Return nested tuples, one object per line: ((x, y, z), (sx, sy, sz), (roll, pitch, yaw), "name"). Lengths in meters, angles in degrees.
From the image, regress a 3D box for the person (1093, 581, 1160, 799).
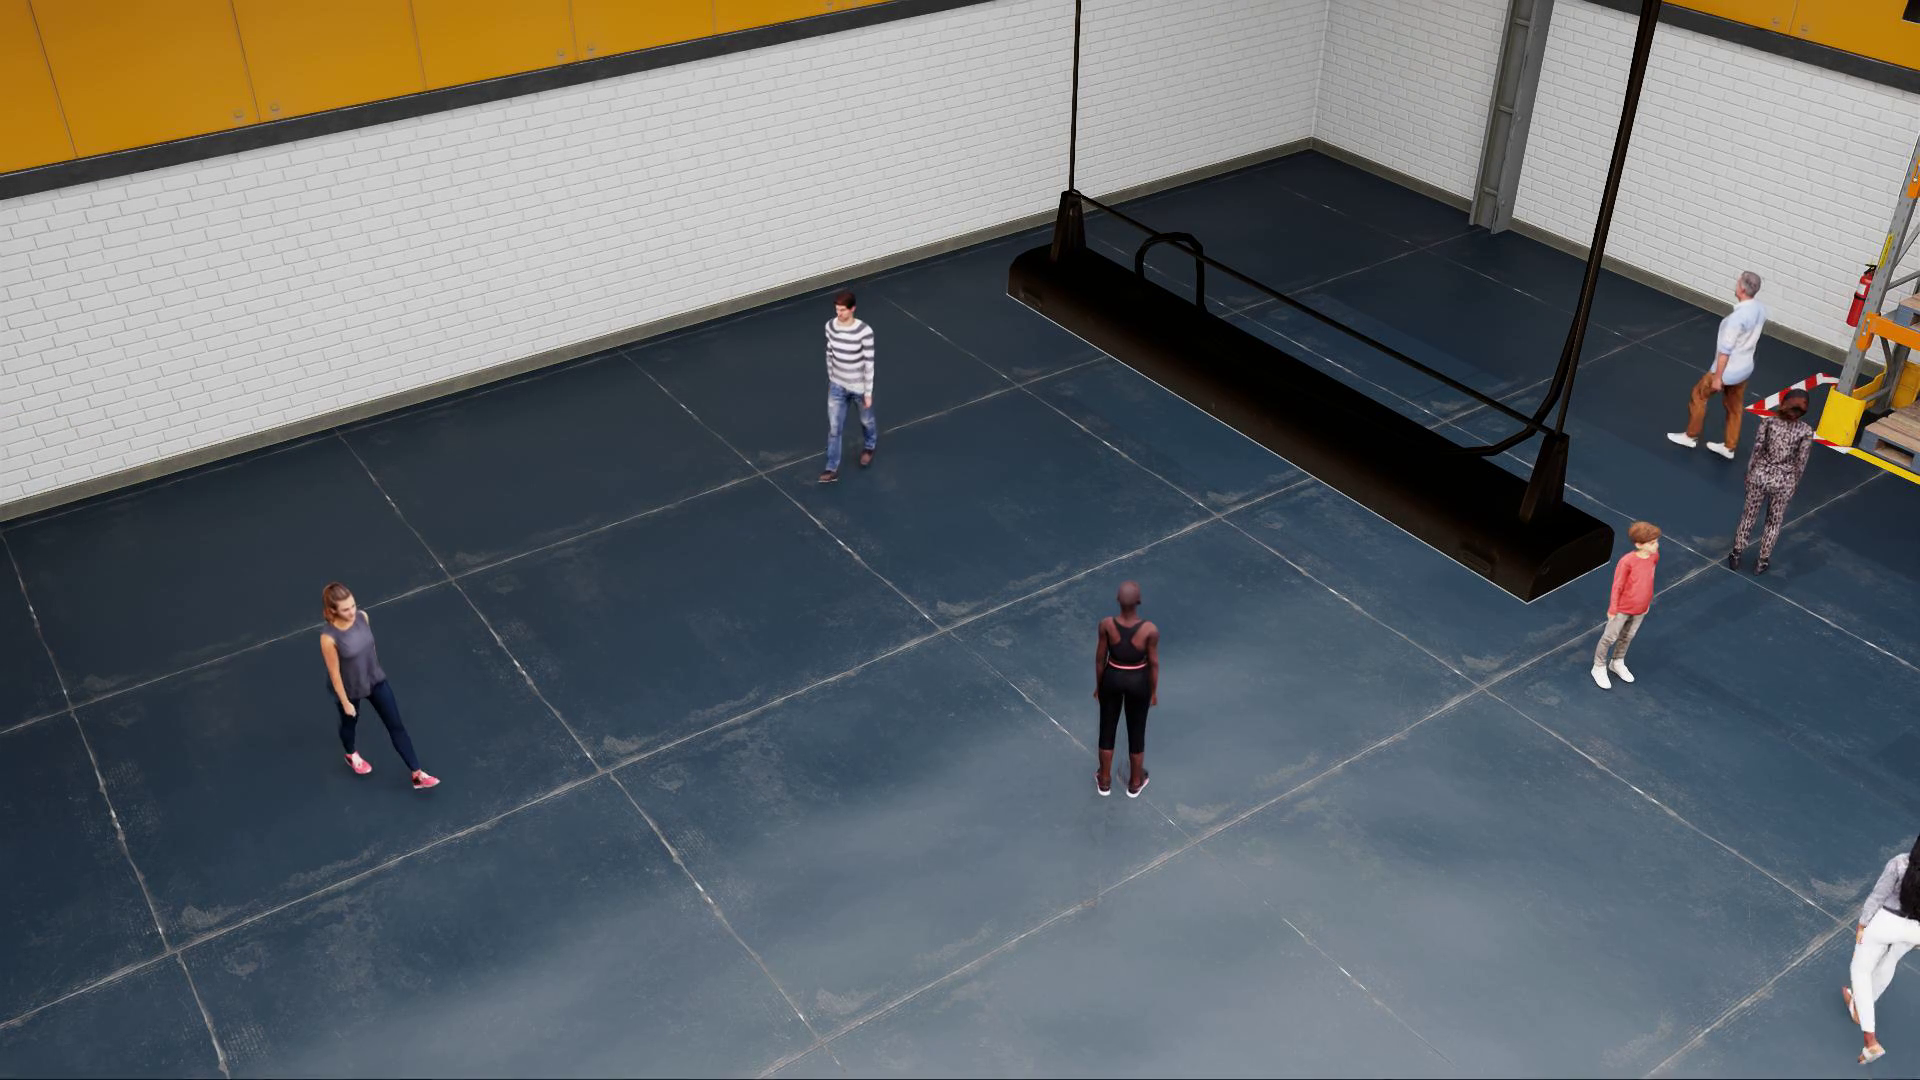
((1.130, 1.024, 11.462), (0.669, 1.760, 0.732), (6, 34, 9), "person")

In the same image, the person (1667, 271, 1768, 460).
((7.170, -1.556, 15.305), (0.694, 1.802, 0.803), (-22, 39, -29), "person")

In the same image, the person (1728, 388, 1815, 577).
((6.724, -0.488, 13.776), (0.608, 1.718, 0.714), (19, 38, 26), "person")

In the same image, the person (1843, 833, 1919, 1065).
((5.412, 2.310, 9.575), (0.991, 1.707, 1.050), (6, 34, 9), "person")

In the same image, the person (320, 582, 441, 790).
((-4.243, 1.000, 11.572), (1.194, 1.679, 0.853), (20, 39, 28), "person")

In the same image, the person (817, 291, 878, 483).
((-0.936, -1.449, 15.139), (1.169, 1.809, 1.121), (12, 35, 18), "person")

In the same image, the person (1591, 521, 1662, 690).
((5.071, 0.471, 12.607), (0.572, 1.413, 0.565), (-12, 35, -17), "person")
